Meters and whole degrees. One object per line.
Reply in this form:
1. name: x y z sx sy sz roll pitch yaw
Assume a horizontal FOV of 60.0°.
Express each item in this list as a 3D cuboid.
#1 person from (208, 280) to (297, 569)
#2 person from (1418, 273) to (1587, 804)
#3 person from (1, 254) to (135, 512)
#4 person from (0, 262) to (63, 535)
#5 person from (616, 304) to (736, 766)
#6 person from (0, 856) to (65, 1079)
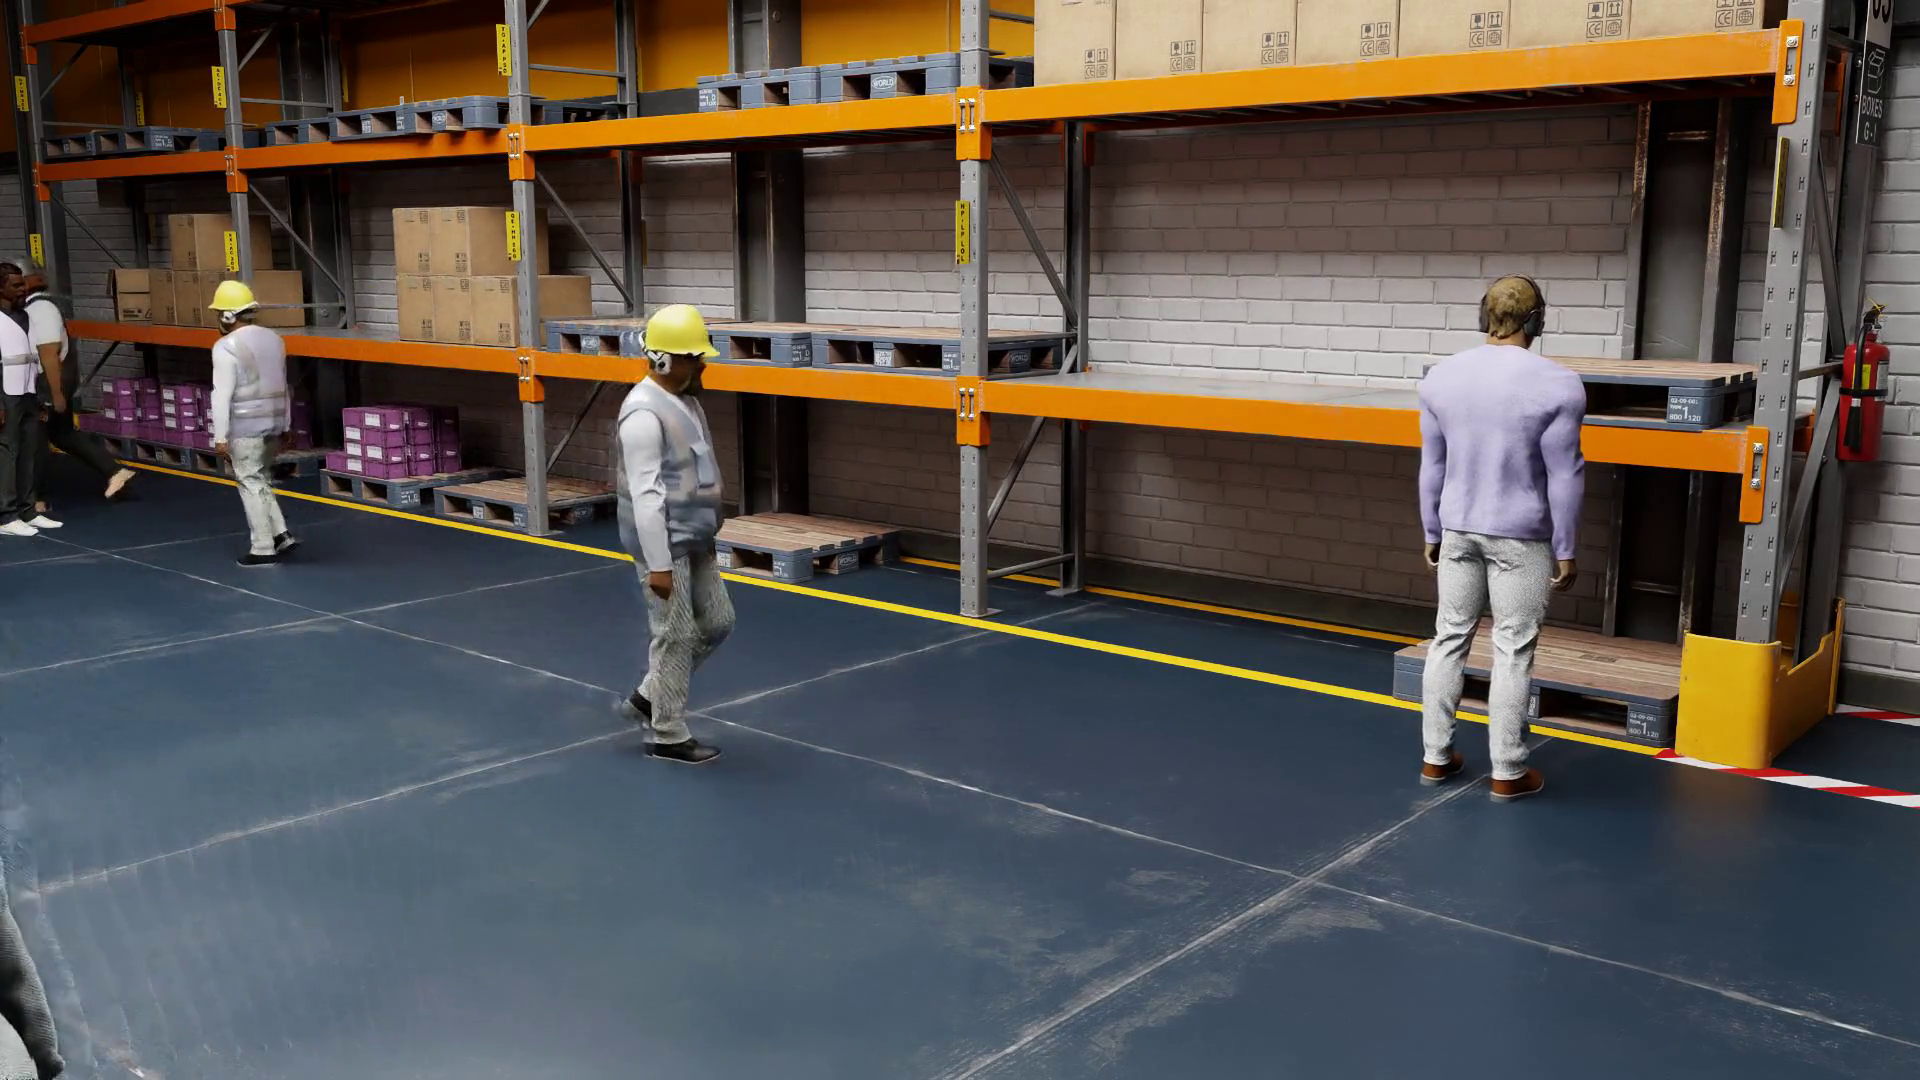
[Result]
1. person: -4.480 -0.716 10.481 0.426 1.816 0.619 2 10 13
2. person: 1.975 -0.006 6.131 0.628 1.931 0.358 9 14 43
3. person: -6.958 -1.243 12.856 0.887 2.000 0.720 -5 11 -25
4. person: -6.721 -0.999 11.815 0.391 1.920 0.587 0 10 1
5. person: -1.103 -0.001 6.438 0.419 1.811 0.608 1 10 7
6. person: -1.335 0.804 2.246 0.801 1.707 0.538 -2 10 -9
